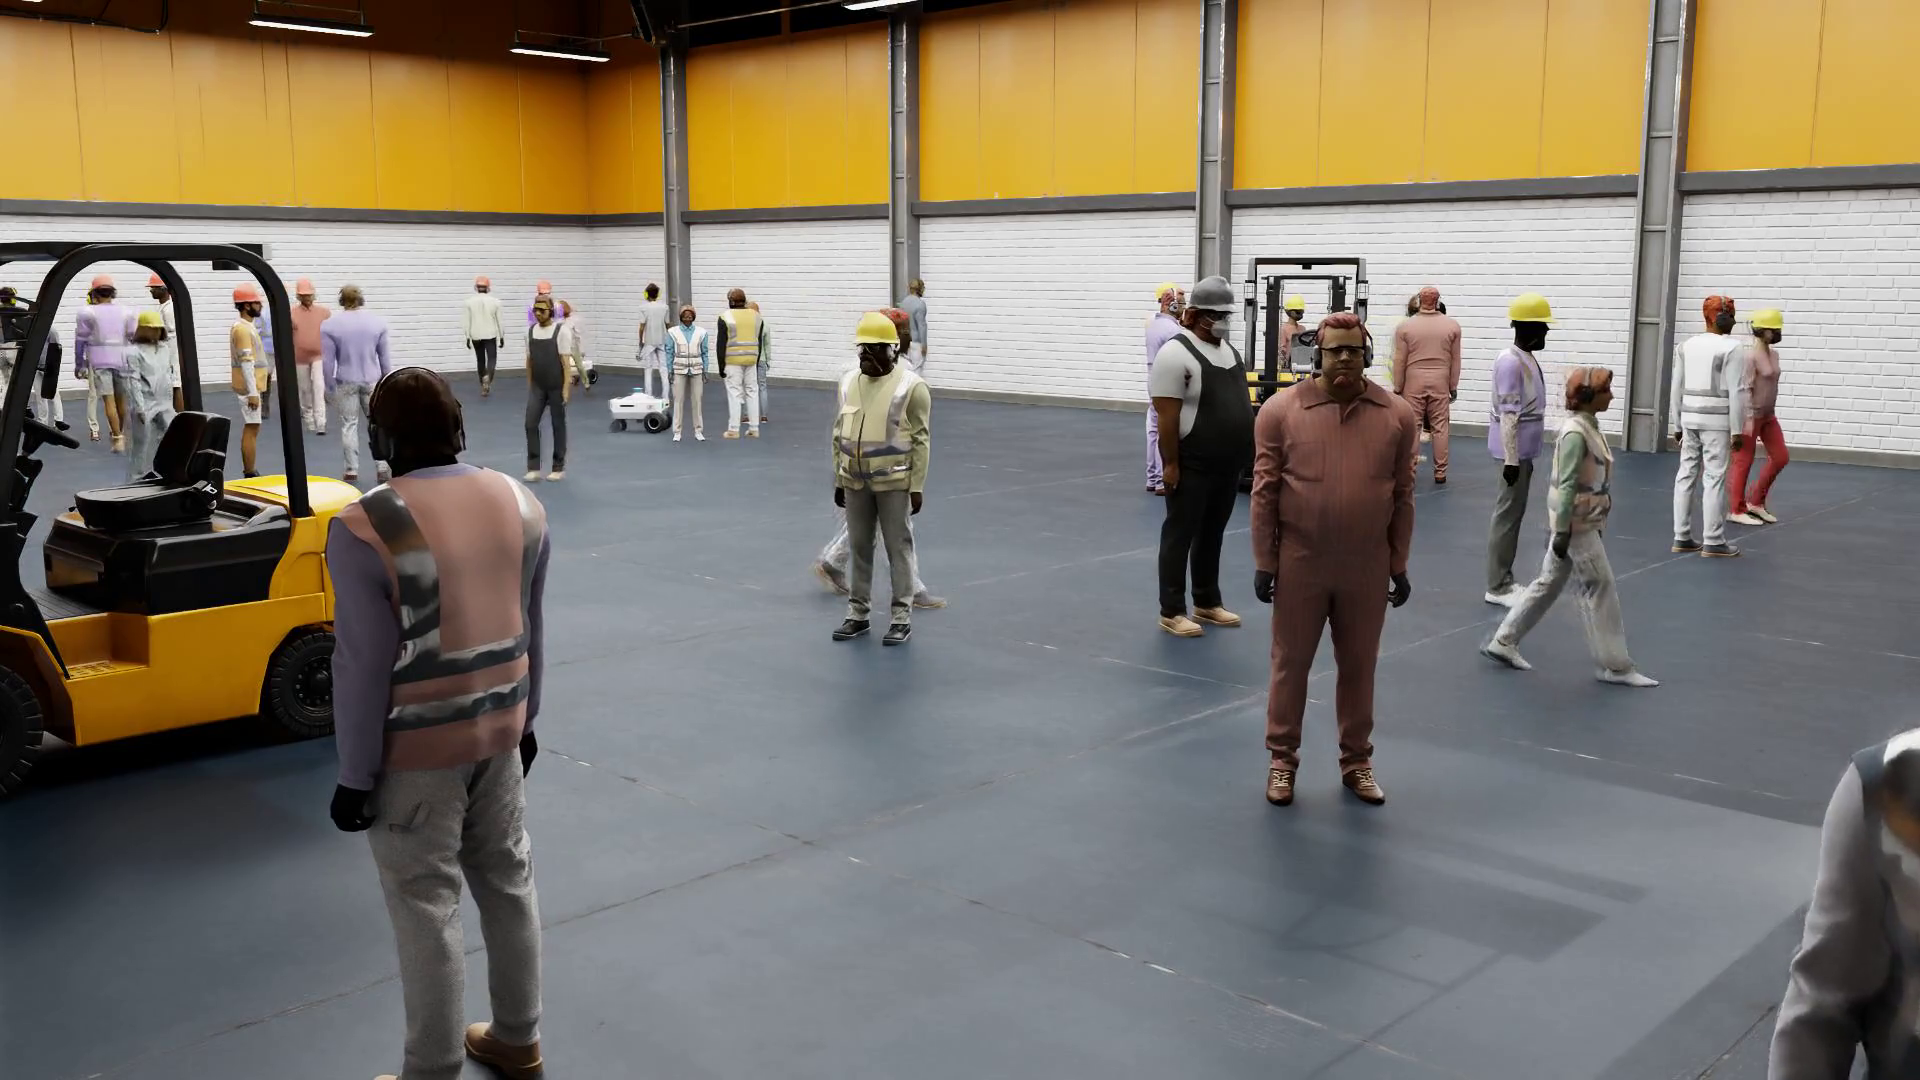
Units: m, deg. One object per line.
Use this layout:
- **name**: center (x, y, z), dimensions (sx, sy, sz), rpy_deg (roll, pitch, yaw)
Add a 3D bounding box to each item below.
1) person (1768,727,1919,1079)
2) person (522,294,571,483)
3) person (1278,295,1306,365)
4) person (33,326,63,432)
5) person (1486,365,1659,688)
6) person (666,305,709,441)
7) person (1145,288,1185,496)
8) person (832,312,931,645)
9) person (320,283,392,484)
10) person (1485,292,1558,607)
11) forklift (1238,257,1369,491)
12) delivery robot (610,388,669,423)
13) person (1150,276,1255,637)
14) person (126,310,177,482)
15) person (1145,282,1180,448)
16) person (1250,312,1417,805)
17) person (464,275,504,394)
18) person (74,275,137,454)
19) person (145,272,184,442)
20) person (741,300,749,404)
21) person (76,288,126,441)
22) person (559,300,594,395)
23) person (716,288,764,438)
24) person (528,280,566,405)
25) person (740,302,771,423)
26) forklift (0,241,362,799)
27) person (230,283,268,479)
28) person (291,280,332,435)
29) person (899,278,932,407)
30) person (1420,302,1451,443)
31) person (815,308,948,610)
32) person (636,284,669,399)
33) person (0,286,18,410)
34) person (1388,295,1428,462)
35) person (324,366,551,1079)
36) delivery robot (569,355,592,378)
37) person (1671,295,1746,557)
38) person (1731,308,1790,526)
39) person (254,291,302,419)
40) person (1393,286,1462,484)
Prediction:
- **person**: center (1.346, 0.844, 2.089), dimensions (0.616, 1.797, 0.767), rpy_deg (6, 11, 35)
- **person**: center (-4.015, -1.450, 16.067), dimensions (0.527, 1.827, 0.644), rpy_deg (2, 9, 9)
- **person**: center (3.822, -1.925, 19.155), dimensions (0.330, 1.768, 0.526), rpy_deg (9, 13, 44)
- **person**: center (-11.526, -2.144, 20.902), dimensions (0.498, 1.633, 0.285), rpy_deg (3, 10, 16)
- **person**: center (3.089, -0.085, 8.376), dimensions (0.837, 1.600, 0.525), rpy_deg (4, 10, 25)
- **person**: center (-3.280, -2.005, 20.039), dimensions (0.510, 1.639, 0.308), rpy_deg (-3, 10, -16)
- **person**: center (1.922, -1.354, 15.255), dimensions (0.403, 1.899, 0.645), rpy_deg (-2, 9, -10)
- **person**: center (-0.458, -0.336, 9.203), dimensions (0.588, 1.834, 0.403), rpy_deg (5, 10, 26)
- **person**: center (-5.797, -1.501, 16.026), dimensions (0.637, 1.938, 0.352), rpy_deg (-5, 10, -28)
- **person**: center (3.449, -0.553, 10.246), dimensions (0.369, 1.925, 0.594), rpy_deg (5, 10, 27)
- **forklift**: center (3.309, -1.629, 16.029), dimensions (1.214, 2.155, 2.313), rpy_deg (2, 9, 11)
- **delivery robot**: center (-4.067, -1.686, 21.106), dimensions (0.707, 0.478, 0.477), rpy_deg (0, 9, 3)
- **person**: center (1.418, -0.480, 9.458), dimensions (0.536, 2.000, 0.688), rpy_deg (9, 13, 44)
- **person**: center (-7.068, -1.171, 14.714), dimensions (0.854, 1.704, 0.509), rpy_deg (4, 10, 22)
- **person**: center (2.219, -1.822, 18.020), dimensions (0.359, 1.930, 0.588), rpy_deg (7, 11, 36)
- **person**: center (1.447, 0.078, 6.445), dimensions (0.643, 1.909, 0.410), rpy_deg (0, 9, -1)
- **person**: center (-7.804, -3.349, 27.258), dimensions (0.632, 1.971, 0.741), rpy_deg (-1, 9, -7)
- **person**: center (-9.683, -1.989, 18.850), dimensions (0.632, 1.992, 1.019), rpy_deg (-9, 13, -43)
- **person**: center (-9.384, -2.152, 19.697), dimensions (0.377, 2.045, 0.605), rpy_deg (-5, 11, -28)
- **person**: center (-3.239, -2.832, 25.224), dimensions (0.538, 1.585, 0.851), rpy_deg (-6, 11, -34)
- **person**: center (-10.390, -2.130, 20.139), dimensions (0.329, 1.857, 0.510), rpy_deg (9, 13, 43)
- **person**: center (-6.268, -3.085, 26.850), dimensions (0.530, 1.578, 0.886), rpy_deg (1, 9, 8)
- **person**: center (-2.709, -2.162, 20.405), dimensions (0.626, 1.841, 0.429), rpy_deg (-7, 11, -36)
- **person**: center (-6.346, -3.033, 25.528), dimensions (0.553, 1.912, 0.822), rpy_deg (-6, 11, -31)
- **person**: center (-2.784, -2.384, 22.372), dimensions (0.499, 1.633, 0.286), rpy_deg (-4, 10, -21)
- **forklift**: center (-3.706, -0.171, 7.093), dimensions (1.214, 2.155, 2.313), rpy_deg (9, 13, 43)
- **person**: center (-6.601, -1.420, 15.536), dimensions (0.372, 1.934, 0.558), rpy_deg (-4, 10, -24)
- **person**: center (-8.202, -2.299, 20.930), dimensions (0.644, 1.942, 1.043), rpy_deg (-4, 10, -23)
- **person**: center (-0.675, -2.937, 24.834), dimensions (0.355, 1.936, 0.635), rpy_deg (-6, 11, -32)
- **person**: center (5.675, -2.001, 19.862), dimensions (0.537, 1.691, 0.321), rpy_deg (-3, 10, -19)
- **person**: center (-0.520, -0.514, 10.286), dimensions (0.953, 1.850, 0.590), rpy_deg (5, 10, 26)
- **person**: center (-4.616, -2.904, 24.967), dimensions (0.575, 1.841, 0.618), rpy_deg (-6, 11, -31)
- **person**: center (-12.364, -2.366, 21.607), dimensions (0.549, 1.849, 0.487), rpy_deg (1, 9, 6)
- **person**: center (4.725, -1.732, 17.890), dimensions (0.680, 1.800, 0.687), rpy_deg (6, 11, 34)
- **person**: center (-1.282, 0.498, 4.075), dimensions (0.429, 1.839, 0.634), rpy_deg (5, 11, 30)
- **delivery robot**: center (-6.914, -3.091, 29.720), dimensions (0.477, 0.478, 0.707), rpy_deg (6, 11, 31)
- **person**: center (5.402, -0.818, 12.011), dimensions (0.361, 1.884, 0.574), rpy_deg (-4, 10, -25)
- **person**: center (6.463, -0.979, 13.365), dimensions (0.547, 1.751, 0.448), rpy_deg (-7, 11, -36)
- **person**: center (-9.451, -2.628, 22.987), dimensions (0.549, 1.935, 0.373), rpy_deg (-4, 10, -24)
- **person**: center (4.491, -1.490, 16.054), dimensions (0.639, 1.911, 0.406), rpy_deg (1, 9, 4)
